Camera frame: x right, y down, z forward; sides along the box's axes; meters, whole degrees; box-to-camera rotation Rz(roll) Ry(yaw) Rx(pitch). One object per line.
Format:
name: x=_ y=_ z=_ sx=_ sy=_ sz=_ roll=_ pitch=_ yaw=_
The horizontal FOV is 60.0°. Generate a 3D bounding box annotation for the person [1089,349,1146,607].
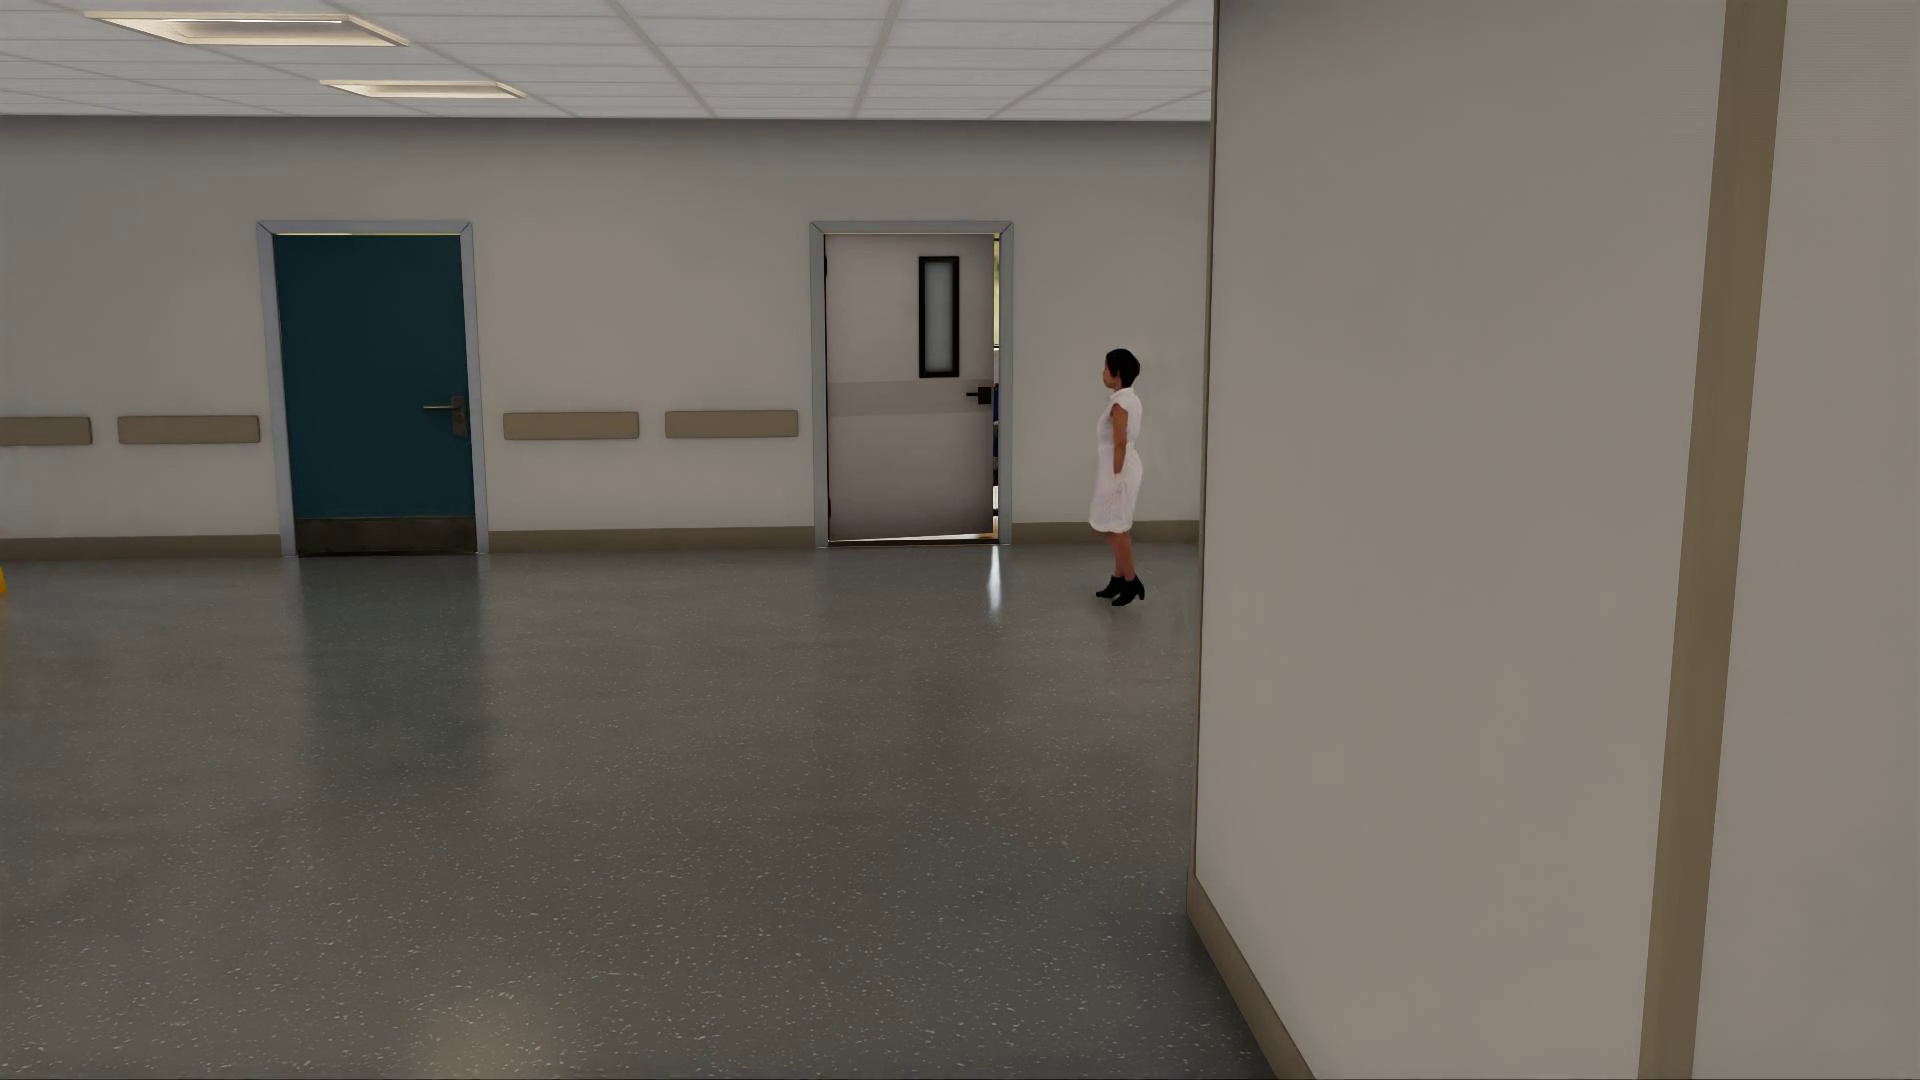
person: x=0.996 y=-0.382 z=10.076 sx=0.703 sy=1.553 sz=0.673 roll=4 pitch=11 yaw=18
